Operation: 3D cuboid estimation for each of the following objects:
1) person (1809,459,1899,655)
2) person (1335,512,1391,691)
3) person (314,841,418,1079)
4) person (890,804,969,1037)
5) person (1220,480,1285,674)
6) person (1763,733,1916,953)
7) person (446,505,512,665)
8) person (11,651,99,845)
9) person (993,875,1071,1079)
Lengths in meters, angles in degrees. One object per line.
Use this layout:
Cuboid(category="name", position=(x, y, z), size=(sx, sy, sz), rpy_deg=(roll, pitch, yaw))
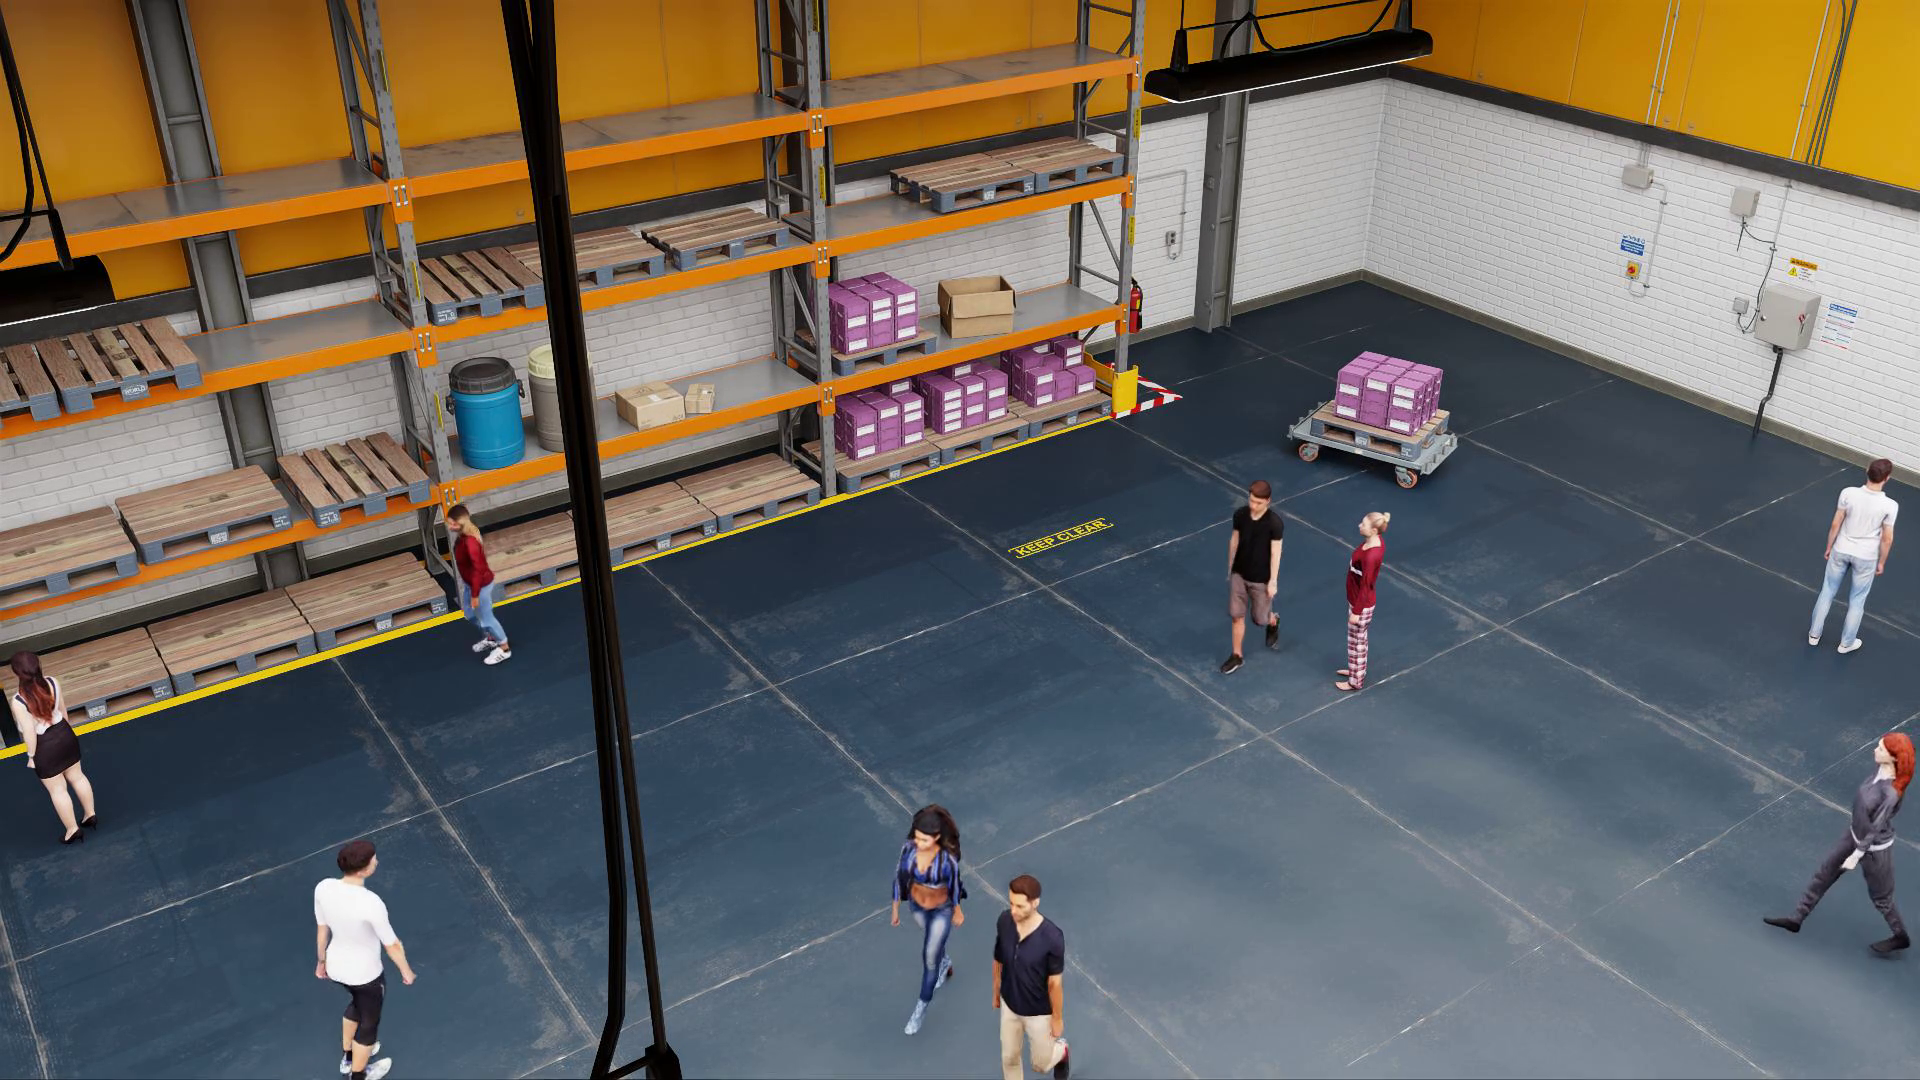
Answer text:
Cuboid(category="person", position=(7.898, 0.134, 14.677), size=(0.693, 1.851, 0.621), rpy_deg=(23, 36, 35))
Cuboid(category="person", position=(3.423, 0.506, 14.163), size=(0.736, 1.689, 0.652), rpy_deg=(7, 29, 13))
Cuboid(category="person", position=(-3.724, 2.630, 10.136), size=(0.831, 1.817, 0.839), rpy_deg=(7, 29, 12))
Cuboid(category="person", position=(-0.149, 2.366, 10.864), size=(0.913, 1.584, 1.082), rpy_deg=(14, 32, 24))
Cuboid(category="person", position=(2.604, 0.275, 14.429), size=(0.865, 1.841, 1.090), rpy_deg=(22, 35, 34))
Cuboid(category="person", position=(6.205, 2.096, 11.205), size=(1.159, 1.732, 1.119), rpy_deg=(6, 29, 11))
Cuboid(category="person", position=(-4.163, 0.372, 14.507), size=(0.637, 1.596, 0.658), rpy_deg=(-8, 30, -14))
Cuboid(category="person", position=(-6.728, 1.531, 12.326), size=(0.693, 1.649, 0.611), rpy_deg=(9, 30, 16))
Cuboid(category="person", position=(0.455, 2.724, 9.941), size=(0.858, 1.839, 1.007), rpy_deg=(17, 33, 28))
